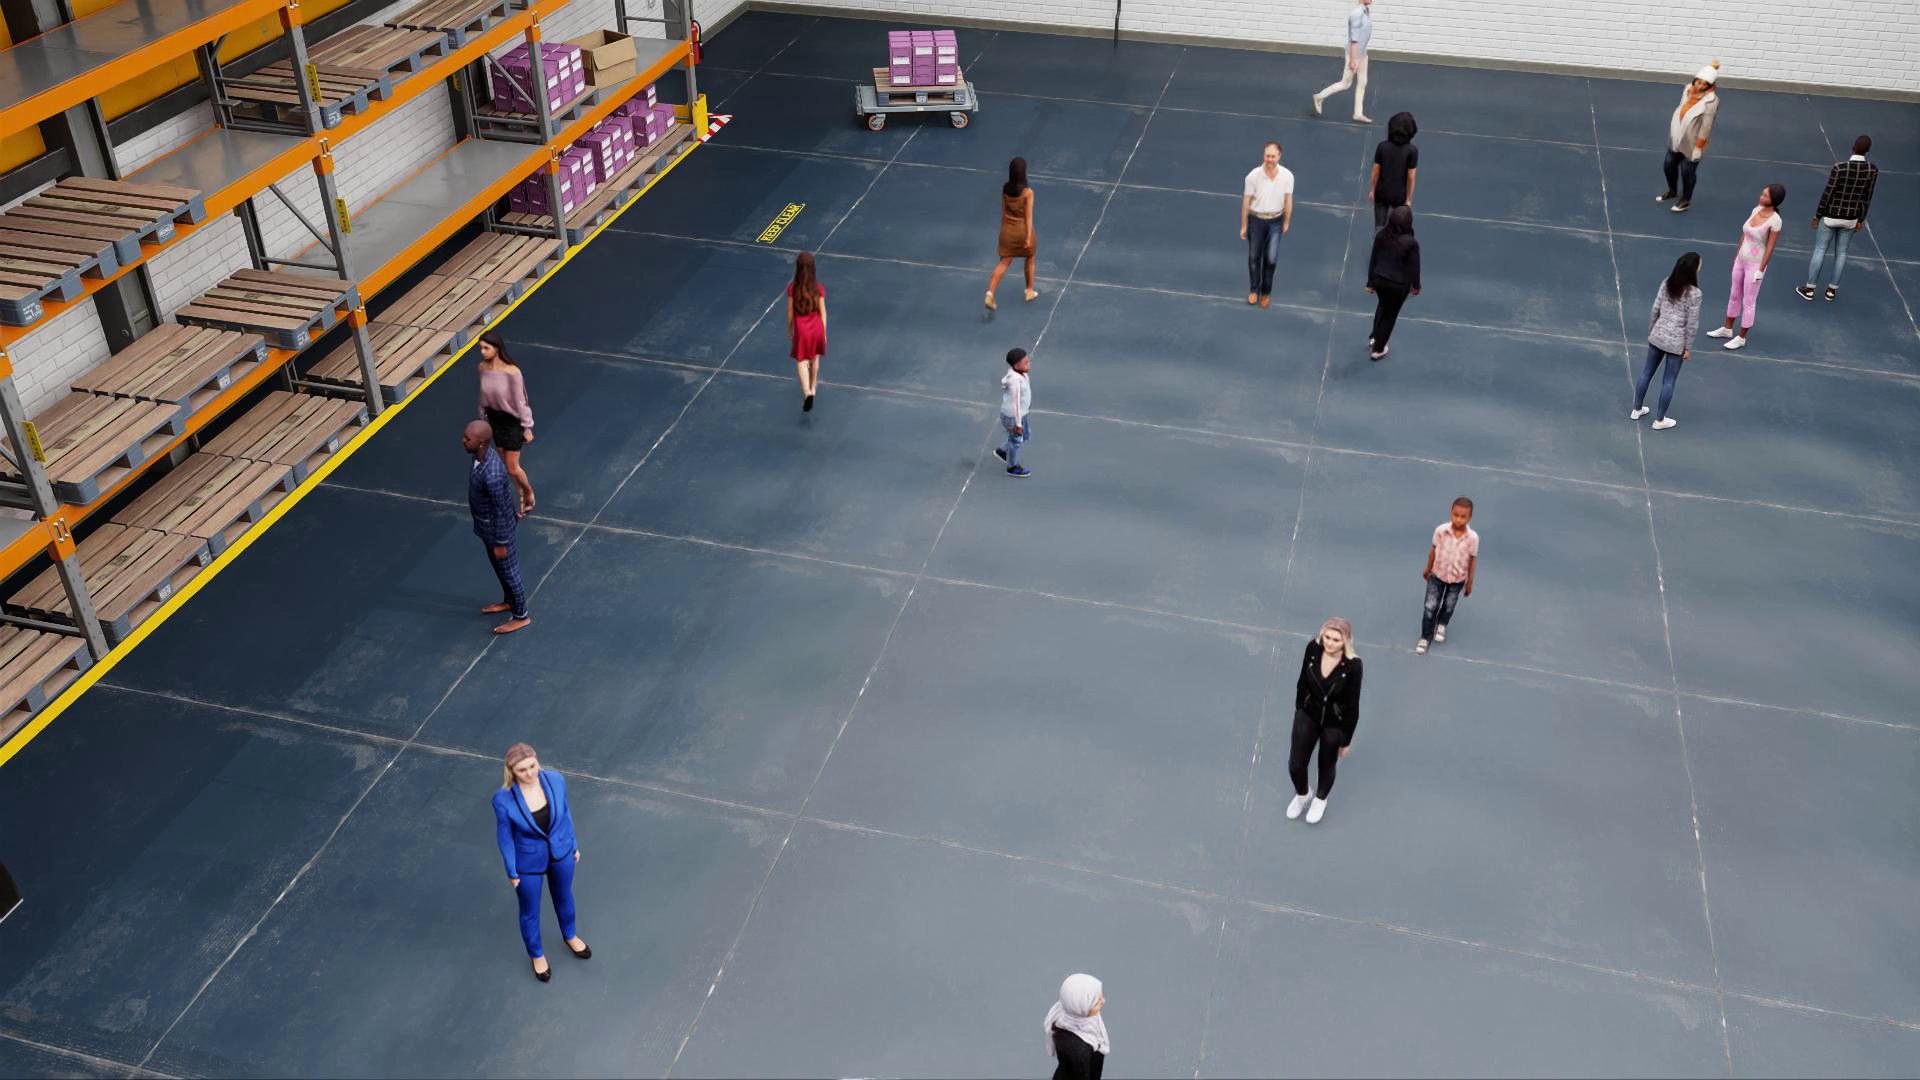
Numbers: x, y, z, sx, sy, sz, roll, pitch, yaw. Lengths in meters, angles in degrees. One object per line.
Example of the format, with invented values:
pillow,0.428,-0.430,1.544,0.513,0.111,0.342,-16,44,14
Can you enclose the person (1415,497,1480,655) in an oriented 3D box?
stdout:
person,3.780,0.215,12.801,0.578,1.292,0.762,13,36,18

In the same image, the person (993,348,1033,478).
person,0.443,-1.149,14.892,0.546,1.249,0.518,7,34,10

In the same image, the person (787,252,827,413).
person,-1.454,-1.962,15.861,0.787,1.529,1.016,-5,34,-8

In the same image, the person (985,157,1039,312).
person,0.541,-3.187,17.591,0.835,1.654,1.141,22,39,29

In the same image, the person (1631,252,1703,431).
person,6.632,-1.881,15.557,0.734,1.732,0.682,-19,38,-26

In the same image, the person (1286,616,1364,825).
person,2.461,1.161,11.034,0.691,1.672,0.693,18,38,25

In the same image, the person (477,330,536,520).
person,-3.788,-0.987,14.150,0.688,1.801,0.660,15,36,21

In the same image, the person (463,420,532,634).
person,-3.588,-0.129,12.841,0.819,1.819,0.757,-17,37,-24

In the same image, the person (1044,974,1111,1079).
person,0.559,2.834,8.423,0.778,1.776,0.717,-1,34,-2

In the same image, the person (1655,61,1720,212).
person,8.776,-4.838,19.890,0.936,1.860,0.862,-6,34,-9

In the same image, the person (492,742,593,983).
person,-2.504,1.884,9.921,0.672,1.700,0.760,-23,40,-31

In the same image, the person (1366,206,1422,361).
person,4.287,-2.541,16.666,0.764,1.602,0.789,28,43,35

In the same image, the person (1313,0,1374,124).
person,5.282,-6.596,22.563,0.944,1.829,1.108,20,39,27

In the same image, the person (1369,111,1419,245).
person,4.738,-3.796,18.360,0.639,1.817,0.755,10,35,14

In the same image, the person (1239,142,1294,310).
person,3.265,-3.423,17.781,0.649,1.838,0.669,9,35,14

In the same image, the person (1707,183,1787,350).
person,8.058,-2.800,16.931,0.709,1.741,0.604,-8,34,-12

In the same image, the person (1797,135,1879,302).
person,9.442,-3.457,17.849,0.696,1.820,0.573,5,34,7
